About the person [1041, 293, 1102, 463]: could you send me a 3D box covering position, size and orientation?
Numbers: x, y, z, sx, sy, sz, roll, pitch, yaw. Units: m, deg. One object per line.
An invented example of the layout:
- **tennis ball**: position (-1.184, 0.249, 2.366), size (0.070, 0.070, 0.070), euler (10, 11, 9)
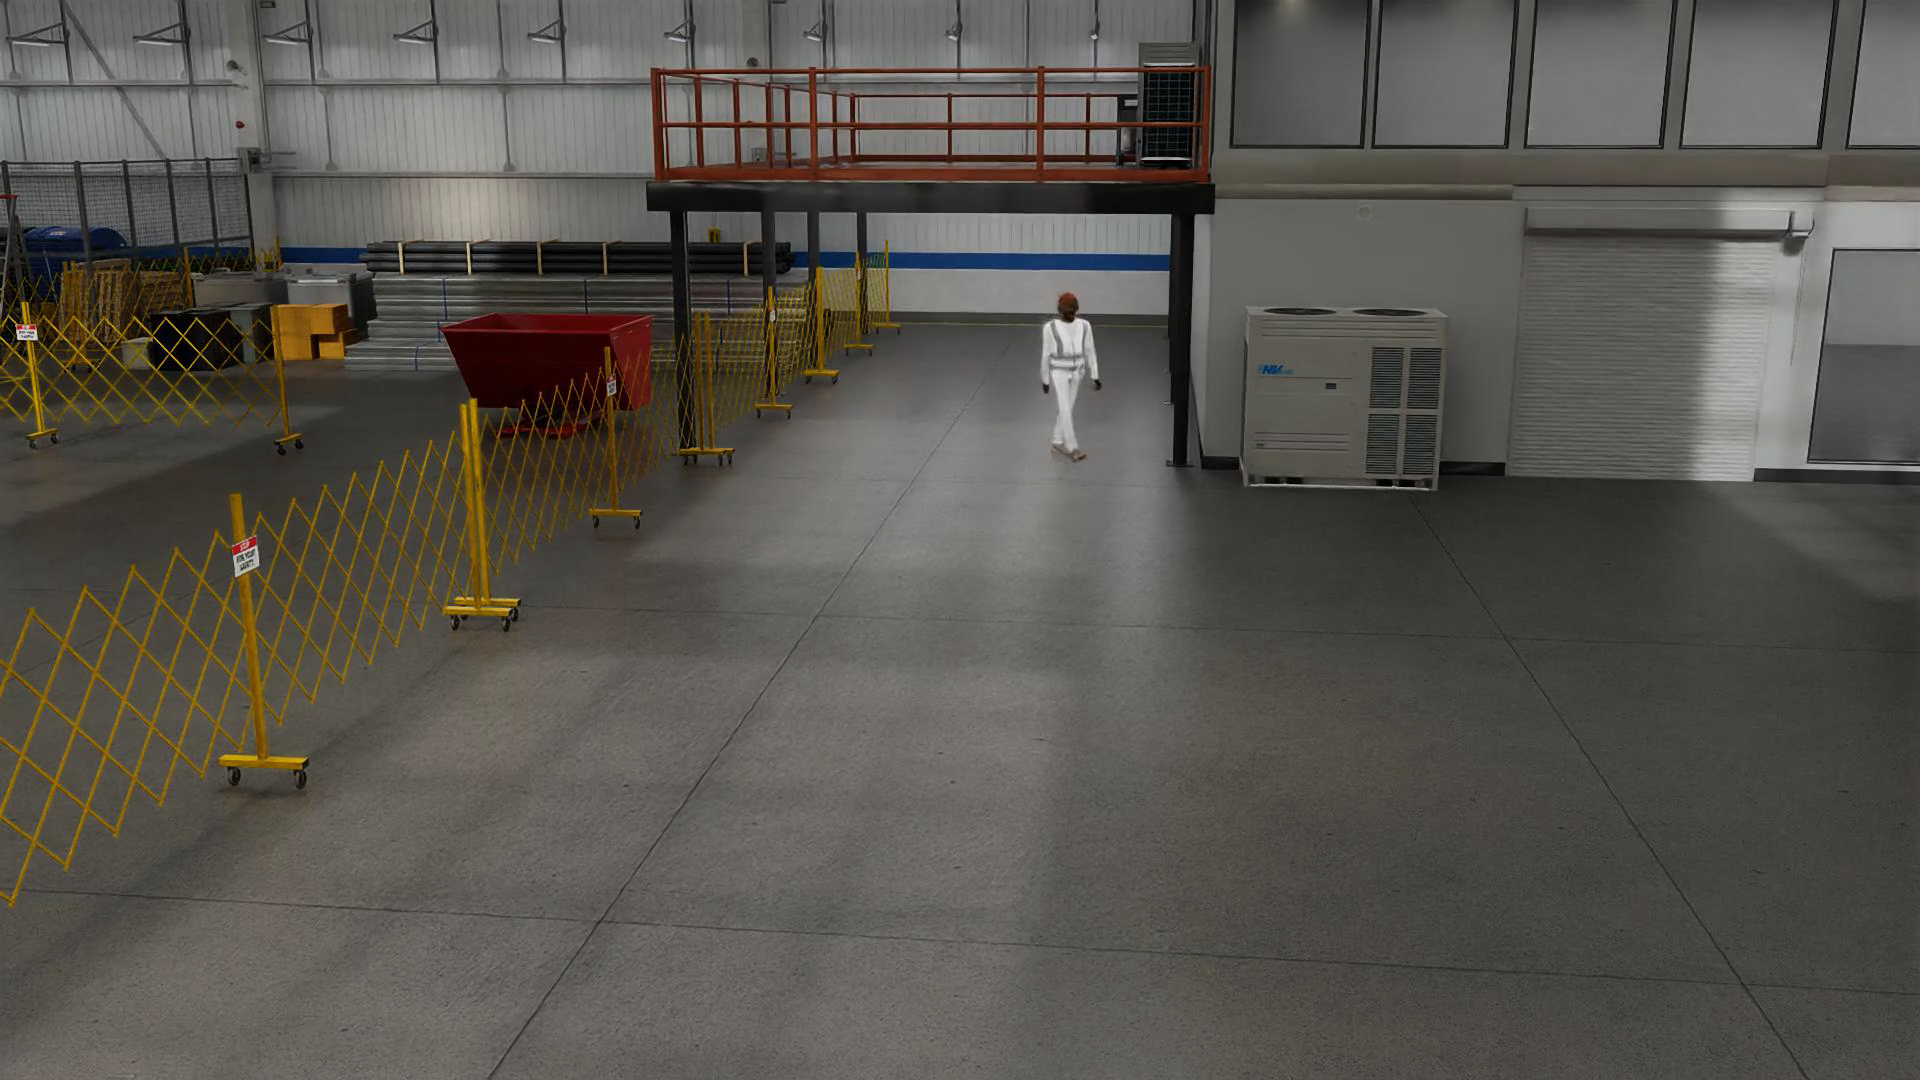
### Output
- **person**: position (1.214, -1.787, 18.278), size (0.597, 1.834, 0.975), euler (-6, 15, -24)
